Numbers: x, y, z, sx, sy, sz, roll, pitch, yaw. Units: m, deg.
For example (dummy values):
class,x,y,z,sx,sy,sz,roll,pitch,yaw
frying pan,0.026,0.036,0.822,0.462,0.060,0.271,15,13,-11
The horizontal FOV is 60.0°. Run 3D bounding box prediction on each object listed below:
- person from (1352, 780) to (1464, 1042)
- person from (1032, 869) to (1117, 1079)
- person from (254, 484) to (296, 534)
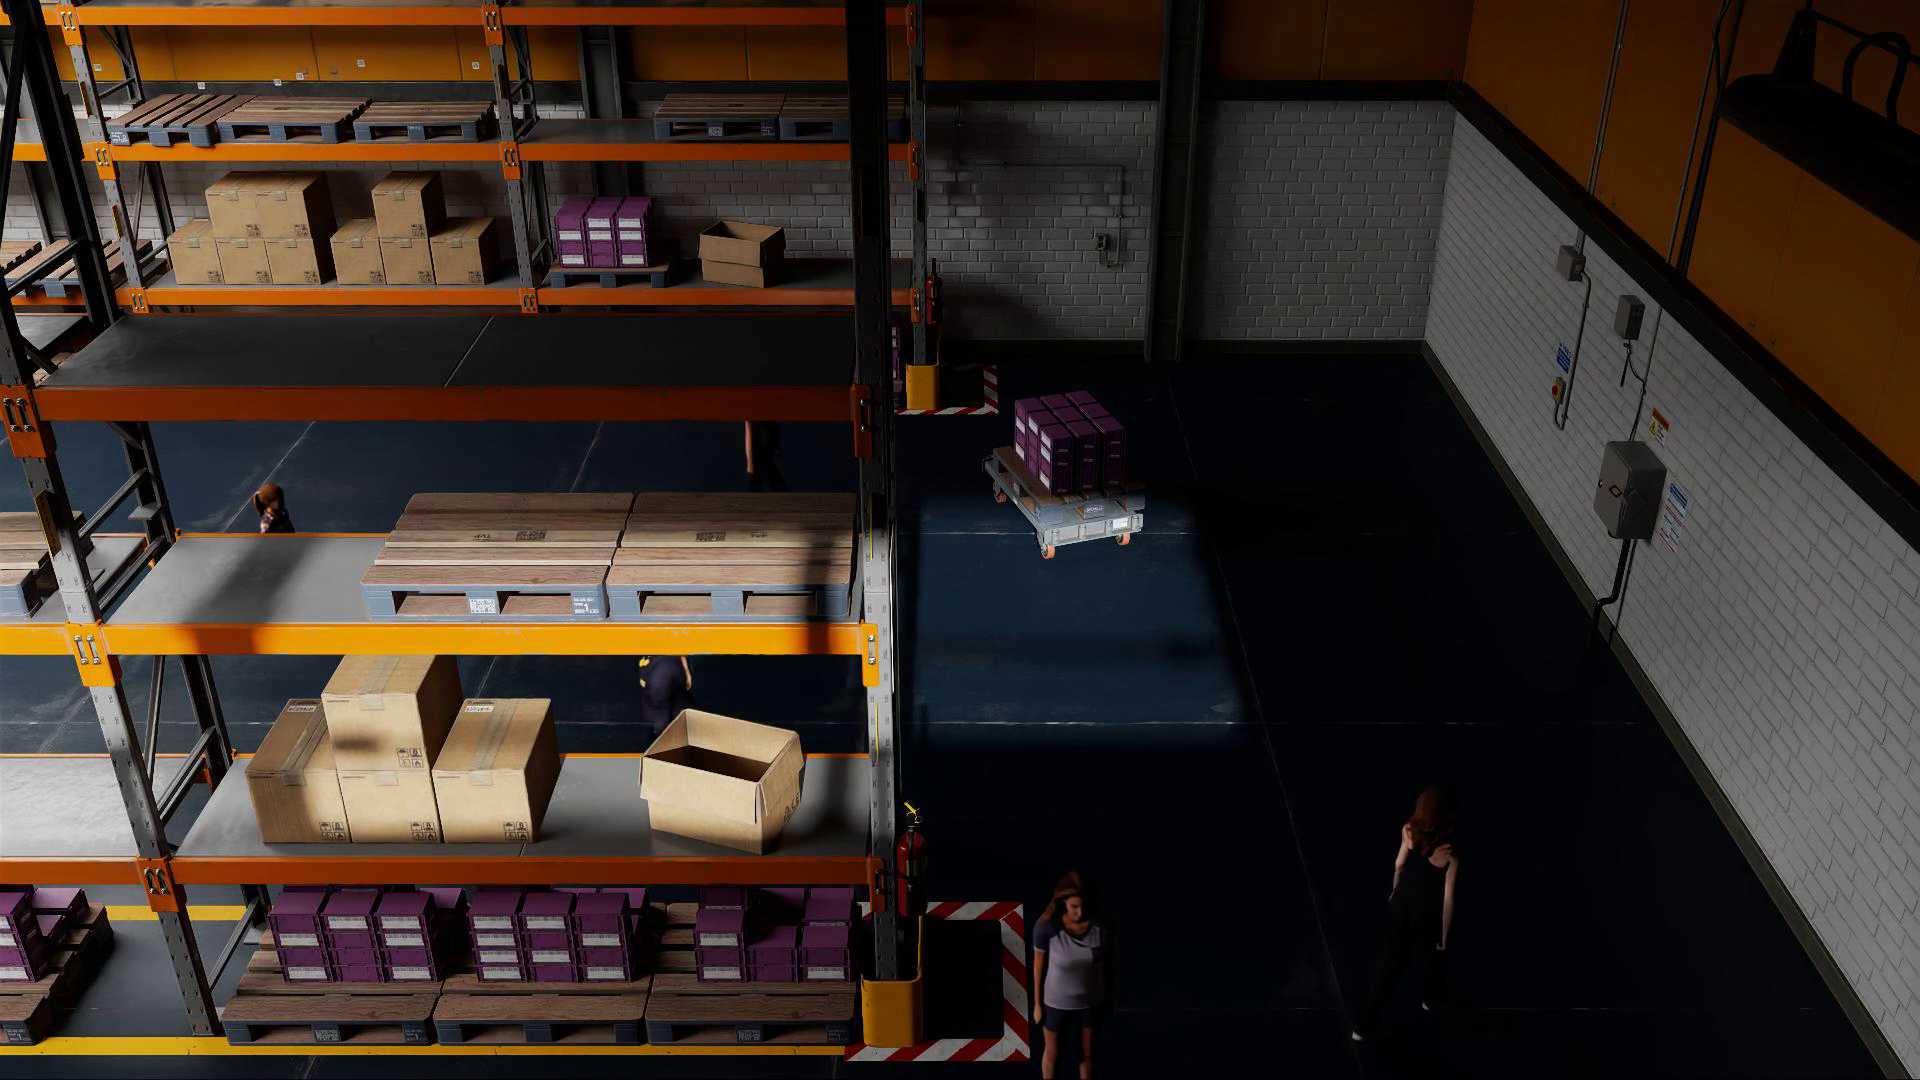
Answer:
class,x,y,z,sx,sy,sz,roll,pitch,yaw
person,2.524,2.118,9.343,1.111,1.711,1.045,-25,37,-38
person,0.593,2.405,8.798,0.510,1.727,0.676,-3,29,-6
person,-5.466,0.136,13.401,0.498,1.303,0.527,2,29,3
